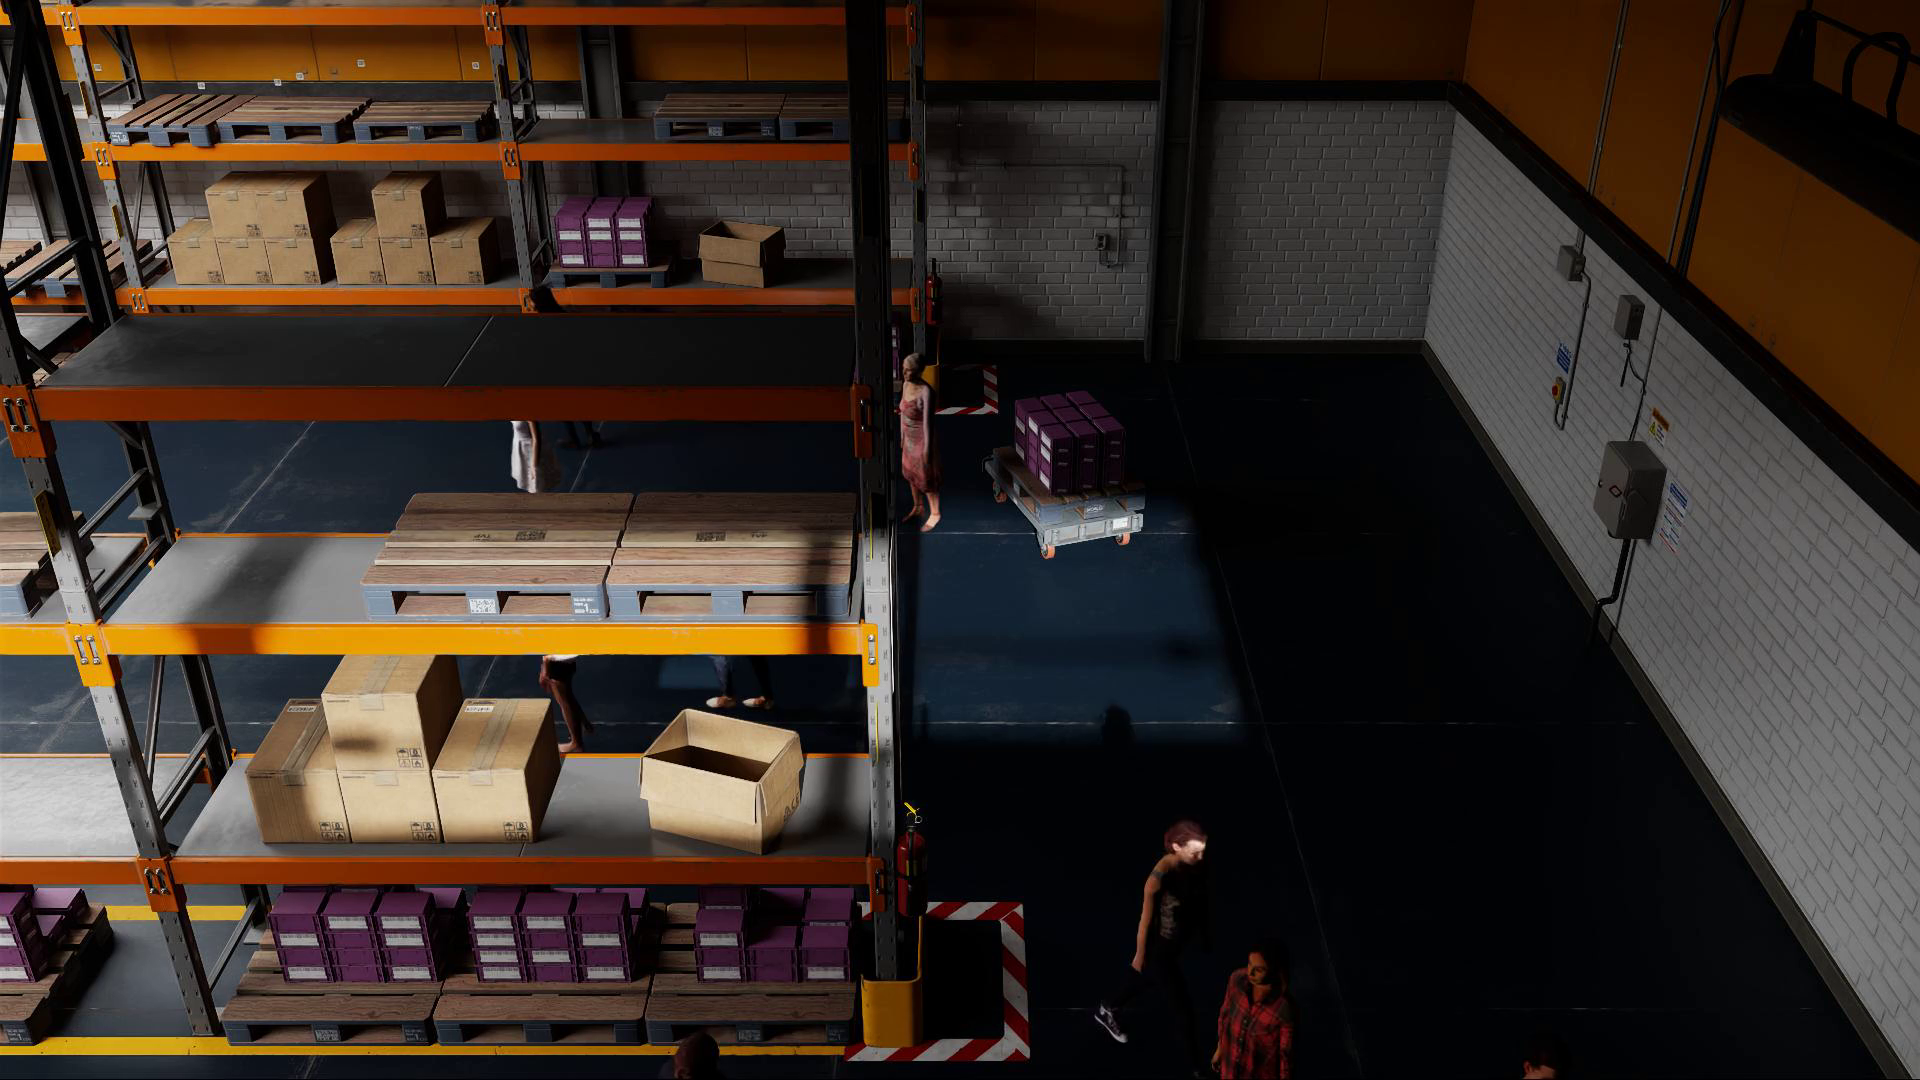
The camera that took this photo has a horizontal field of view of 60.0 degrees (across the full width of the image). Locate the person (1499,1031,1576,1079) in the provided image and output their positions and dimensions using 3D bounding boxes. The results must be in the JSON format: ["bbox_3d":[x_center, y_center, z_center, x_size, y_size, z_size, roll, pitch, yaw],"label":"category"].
[{"bbox_3d":[2.528,2.925,7.710,0.760,1.856,0.806,-3,29,-6],"label":"person"}]

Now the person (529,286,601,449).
[{"bbox_3d":[-3.882,-1.679,16.302,0.835,1.711,0.877,-21,35,-33],"label":"person"}]

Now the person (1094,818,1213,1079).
[{"bbox_3d":[1.068,2.212,9.175,1.249,1.706,1.168,25,38,38],"label":"person"}]

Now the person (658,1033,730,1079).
[{"bbox_3d":[-1.123,2.922,7.770,1.237,1.804,1.159,-25,37,-37],"label":"person"}]

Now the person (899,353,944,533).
[{"bbox_3d":[-0.351,-0.890,14.881,0.761,1.686,0.711,-21,35,-34],"label":"person"}]

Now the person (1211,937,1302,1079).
[{"bbox_3d":[1.549,2.639,8.405,0.833,1.693,0.775,-17,33,-29],"label":"person"}]
